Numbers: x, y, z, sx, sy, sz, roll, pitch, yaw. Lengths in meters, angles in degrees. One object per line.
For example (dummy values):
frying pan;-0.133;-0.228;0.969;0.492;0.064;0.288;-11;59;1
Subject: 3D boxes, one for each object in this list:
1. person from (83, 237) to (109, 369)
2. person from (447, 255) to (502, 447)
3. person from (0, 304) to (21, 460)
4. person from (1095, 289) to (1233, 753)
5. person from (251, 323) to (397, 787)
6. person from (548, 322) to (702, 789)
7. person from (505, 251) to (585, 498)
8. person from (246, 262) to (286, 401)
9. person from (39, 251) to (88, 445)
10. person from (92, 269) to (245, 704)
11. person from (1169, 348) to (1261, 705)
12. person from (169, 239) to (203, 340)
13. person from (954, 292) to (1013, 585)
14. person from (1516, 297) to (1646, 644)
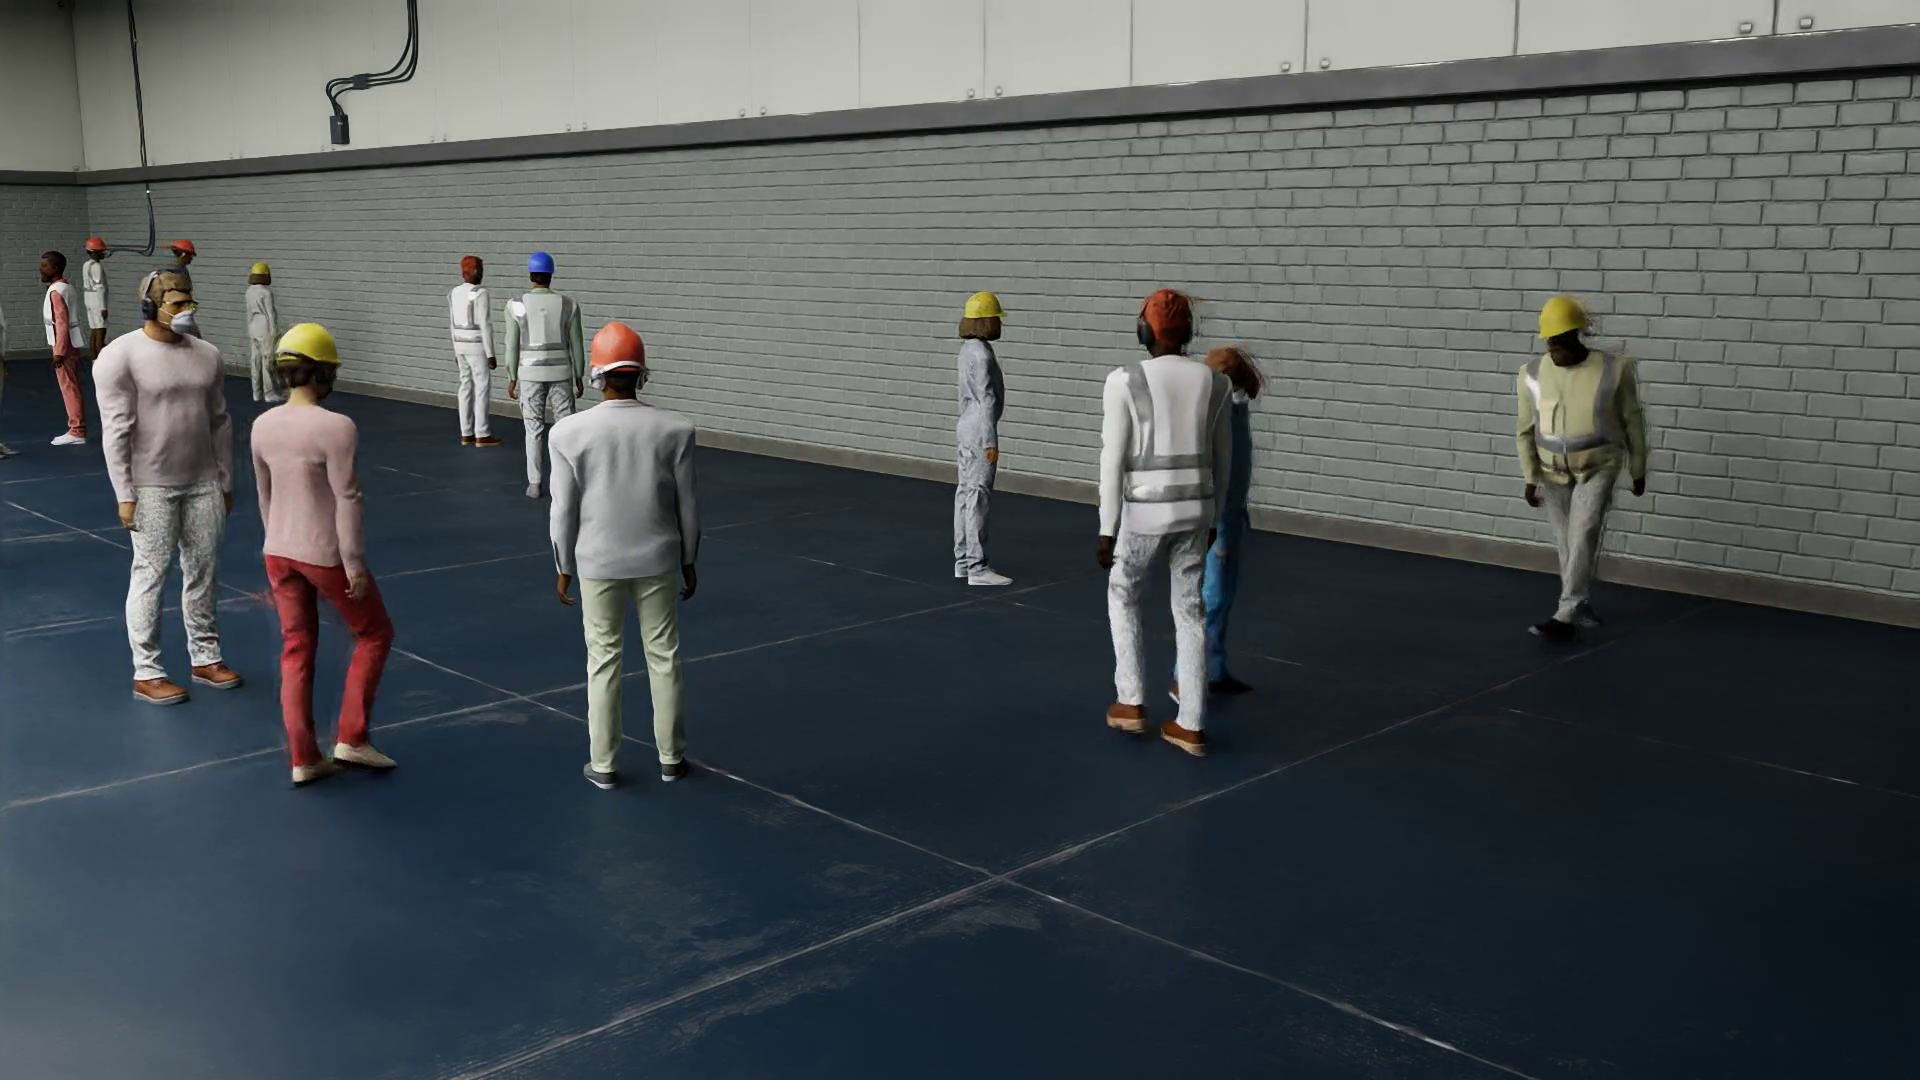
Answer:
person;-13.050;-3.555;25.222;0.395;2.044;0.609;-9;14;-42
person;-4.803;-1.858;16.419;0.580;1.879;0.370;8;13;37
person;-9.091;-1.672;15.504;0.375;1.840;0.570;-1;10;-5
person;0.812;-0.086;6.804;0.634;1.856;0.665;-3;11;-18
person;-2.408;0.059;6.314;0.552;1.743;0.495;5;11;25
person;-1.255;0.062;6.277;0.567;1.755;0.321;-3;11;-18
person;-3.297;-1.310;13.241;0.612;1.946;0.405;-3;11;-18
person;-8.748;-2.613;20.924;0.507;1.738;0.316;7;13;34
person;-8.944;-1.916;16.615;0.383;1.921;0.597;-4;11;-21
person;-3.535;-0.243;7.481;0.364;1.932;0.632;6;12;28
person;1.148;-0.054;7.364;0.354;1.598;0.592;4;11;23
person;-10.539;-3.068;22.622;0.444;2.017;0.724;-3;11;-14
person;0.135;-0.606;9.961;0.298;1.745;0.484;-3;11;-15
person;3.199;-0.370;8.633;0.614;1.772;0.784;8;13;38
